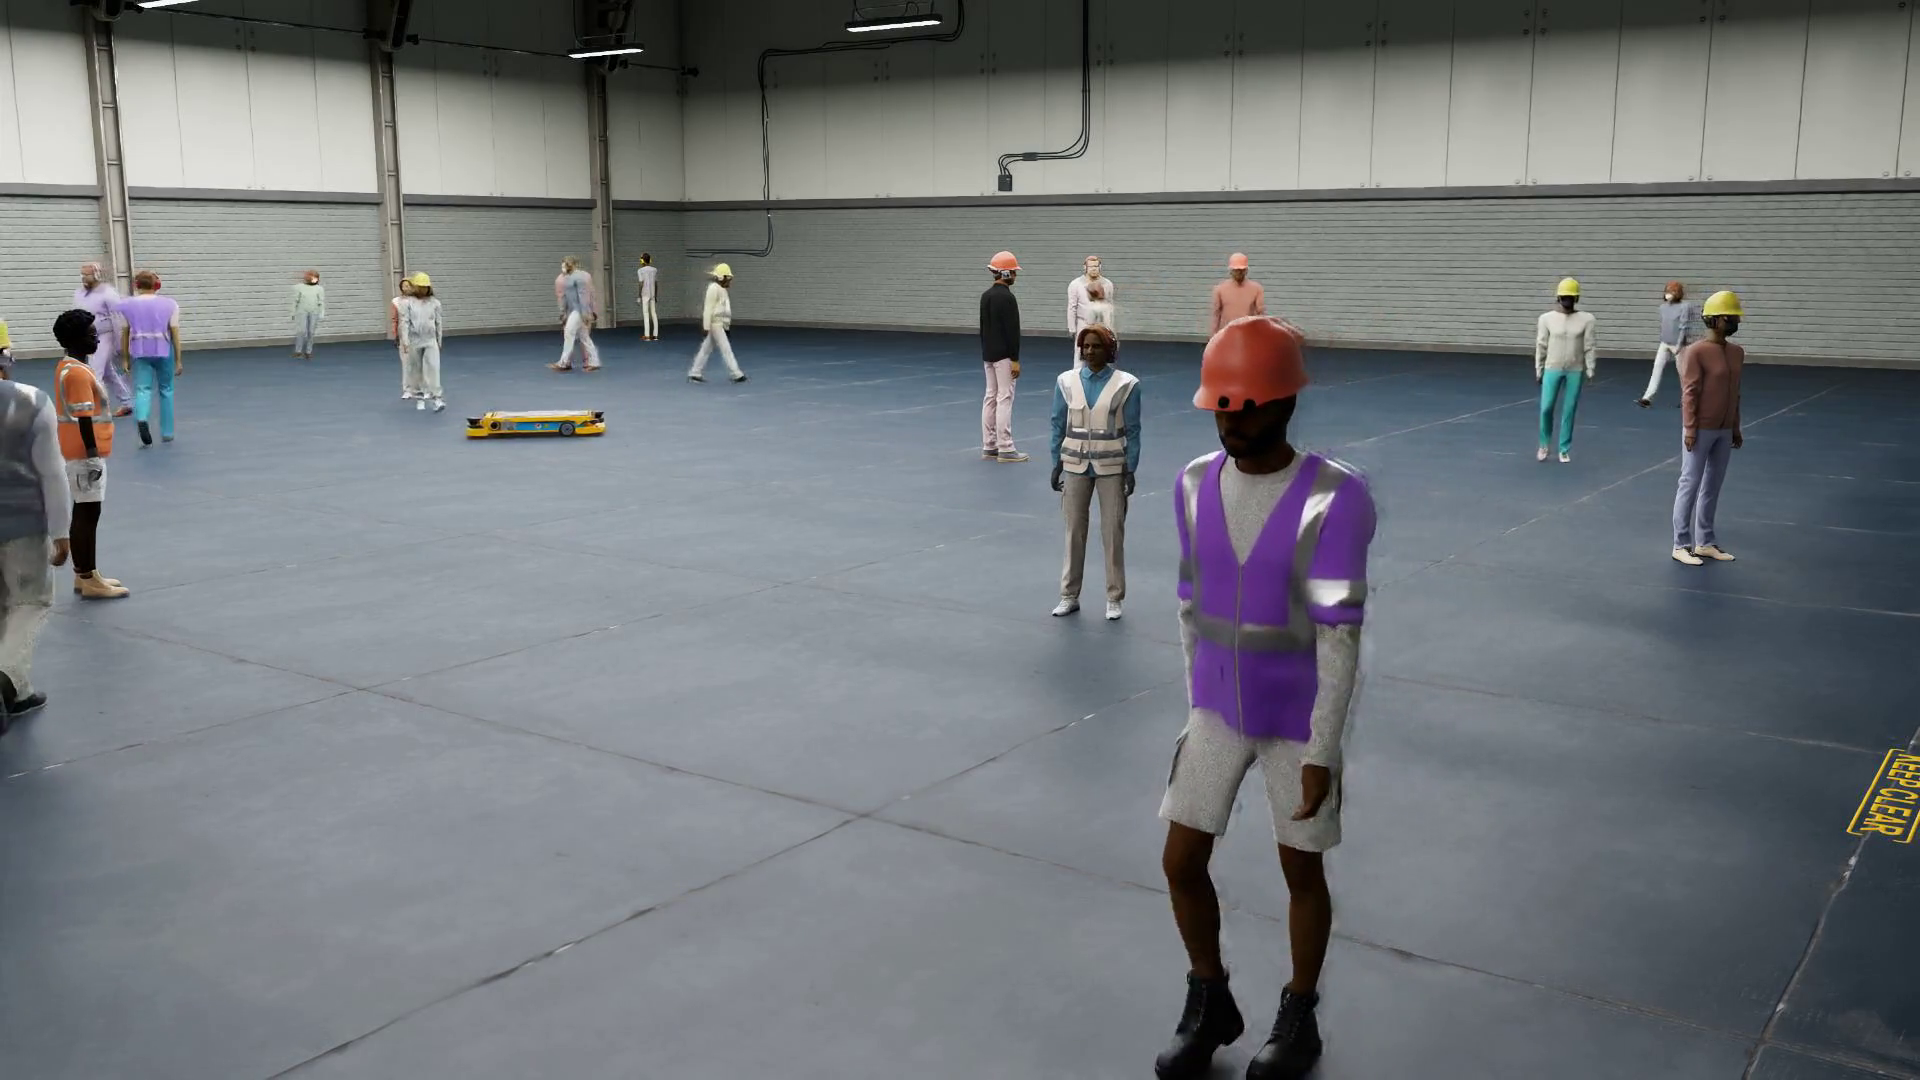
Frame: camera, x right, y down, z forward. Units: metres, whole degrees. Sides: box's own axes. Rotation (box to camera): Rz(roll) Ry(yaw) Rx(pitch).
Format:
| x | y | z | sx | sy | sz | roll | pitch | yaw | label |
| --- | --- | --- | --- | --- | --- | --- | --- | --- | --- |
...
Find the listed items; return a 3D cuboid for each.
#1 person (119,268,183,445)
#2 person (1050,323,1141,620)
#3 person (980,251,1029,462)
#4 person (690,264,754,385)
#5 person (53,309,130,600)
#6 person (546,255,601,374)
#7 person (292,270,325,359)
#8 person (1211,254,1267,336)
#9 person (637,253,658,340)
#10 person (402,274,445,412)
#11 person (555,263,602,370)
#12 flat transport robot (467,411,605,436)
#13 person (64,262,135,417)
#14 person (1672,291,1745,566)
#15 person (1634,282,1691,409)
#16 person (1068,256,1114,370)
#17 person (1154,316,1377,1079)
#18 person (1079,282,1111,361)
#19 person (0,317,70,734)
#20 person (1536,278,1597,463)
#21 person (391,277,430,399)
| x | y | z | sx | sy | sz | roll | pitch | yaw | label |
| --- | --- | --- | --- | --- | --- | --- | --- | --- | --- |
| -8.344 | -1.886 | 17.170 | 0.570 | 1.824 | 0.766 | -3 | 11 | -16 | person |
| 0.748 | -0.378 | 9.233 | 0.514 | 1.641 | 0.307 | 3 | 11 | 18 | person |
| 0.405 | -1.745 | 15.891 | 0.378 | 1.995 | 0.609 | -5 | 11 | -27 | person |
| -3.556 | -3.160 | 24.448 | 0.983 | 1.770 | 0.604 | 0 | 10 | 2 | person |
| -5.120 | -0.500 | 9.752 | 0.315 | 1.696 | 0.541 | -7 | 12 | -33 | person |
| -6.230 | -3.608 | 26.672 | 0.972 | 1.875 | 0.652 | -5 | 11 | -27 | person |
| -11.719 | -4.059 | 29.937 | 0.565 | 1.598 | 0.394 | -6 | 12 | -31 | person |
| 3.339 | -2.426 | 19.826 | 0.630 | 1.937 | 1.012 | 0 | 10 | 0 | person |
| -6.711 | -5.213 | 35.688 | 0.328 | 1.865 | 0.518 | 9 | 14 | 42 | person |
| -6.618 | -2.424 | 20.521 | 0.501 | 1.695 | 0.889 | -5 | 11 | -26 | person |
| -6.238 | -3.712 | 27.299 | 0.751 | 1.863 | 0.395 | -9 | 13 | -40 | person |
| -4.606 | -1.279 | 18.111 | 1.431 | 0.197 | 0.652 | -2 | 10 | -12 | flat transport robot |
| -10.181 | -2.339 | 19.632 | 0.643 | 1.859 | 1.009 | 5 | 11 | 26 | person |
| 4.885 | -0.723 | 10.804 | 0.525 | 1.772 | 0.305 | -6 | 12 | -29 | person |
| 8.872 | -2.421 | 20.809 | 0.859 | 1.591 | 0.516 | -5 | 11 | -27 | person |
| 1.757 | -2.817 | 22.144 | 0.654 | 1.906 | 0.406 | -3 | 10 | -15 | person |
| 0.723 | 0.425 | 4.006 | 0.545 | 1.909 | 0.606 | 8 | 13 | 37 | person |
| 1.554 | -2.257 | 19.818 | 0.736 | 1.608 | 0.535 | 5 | 11 | 25 | person |
| -4.086 | -0.070 | 7.028 | 0.599 | 1.812 | 0.708 | -1 | 10 | -7 | person |
| 5.723 | -1.592 | 15.718 | 0.532 | 1.754 | 0.470 | 3 | 10 | 15 | person |
| -7.318 | -2.686 | 22.192 | 0.508 | 1.627 | 0.322 | -1 | 10 | -7 | person |
